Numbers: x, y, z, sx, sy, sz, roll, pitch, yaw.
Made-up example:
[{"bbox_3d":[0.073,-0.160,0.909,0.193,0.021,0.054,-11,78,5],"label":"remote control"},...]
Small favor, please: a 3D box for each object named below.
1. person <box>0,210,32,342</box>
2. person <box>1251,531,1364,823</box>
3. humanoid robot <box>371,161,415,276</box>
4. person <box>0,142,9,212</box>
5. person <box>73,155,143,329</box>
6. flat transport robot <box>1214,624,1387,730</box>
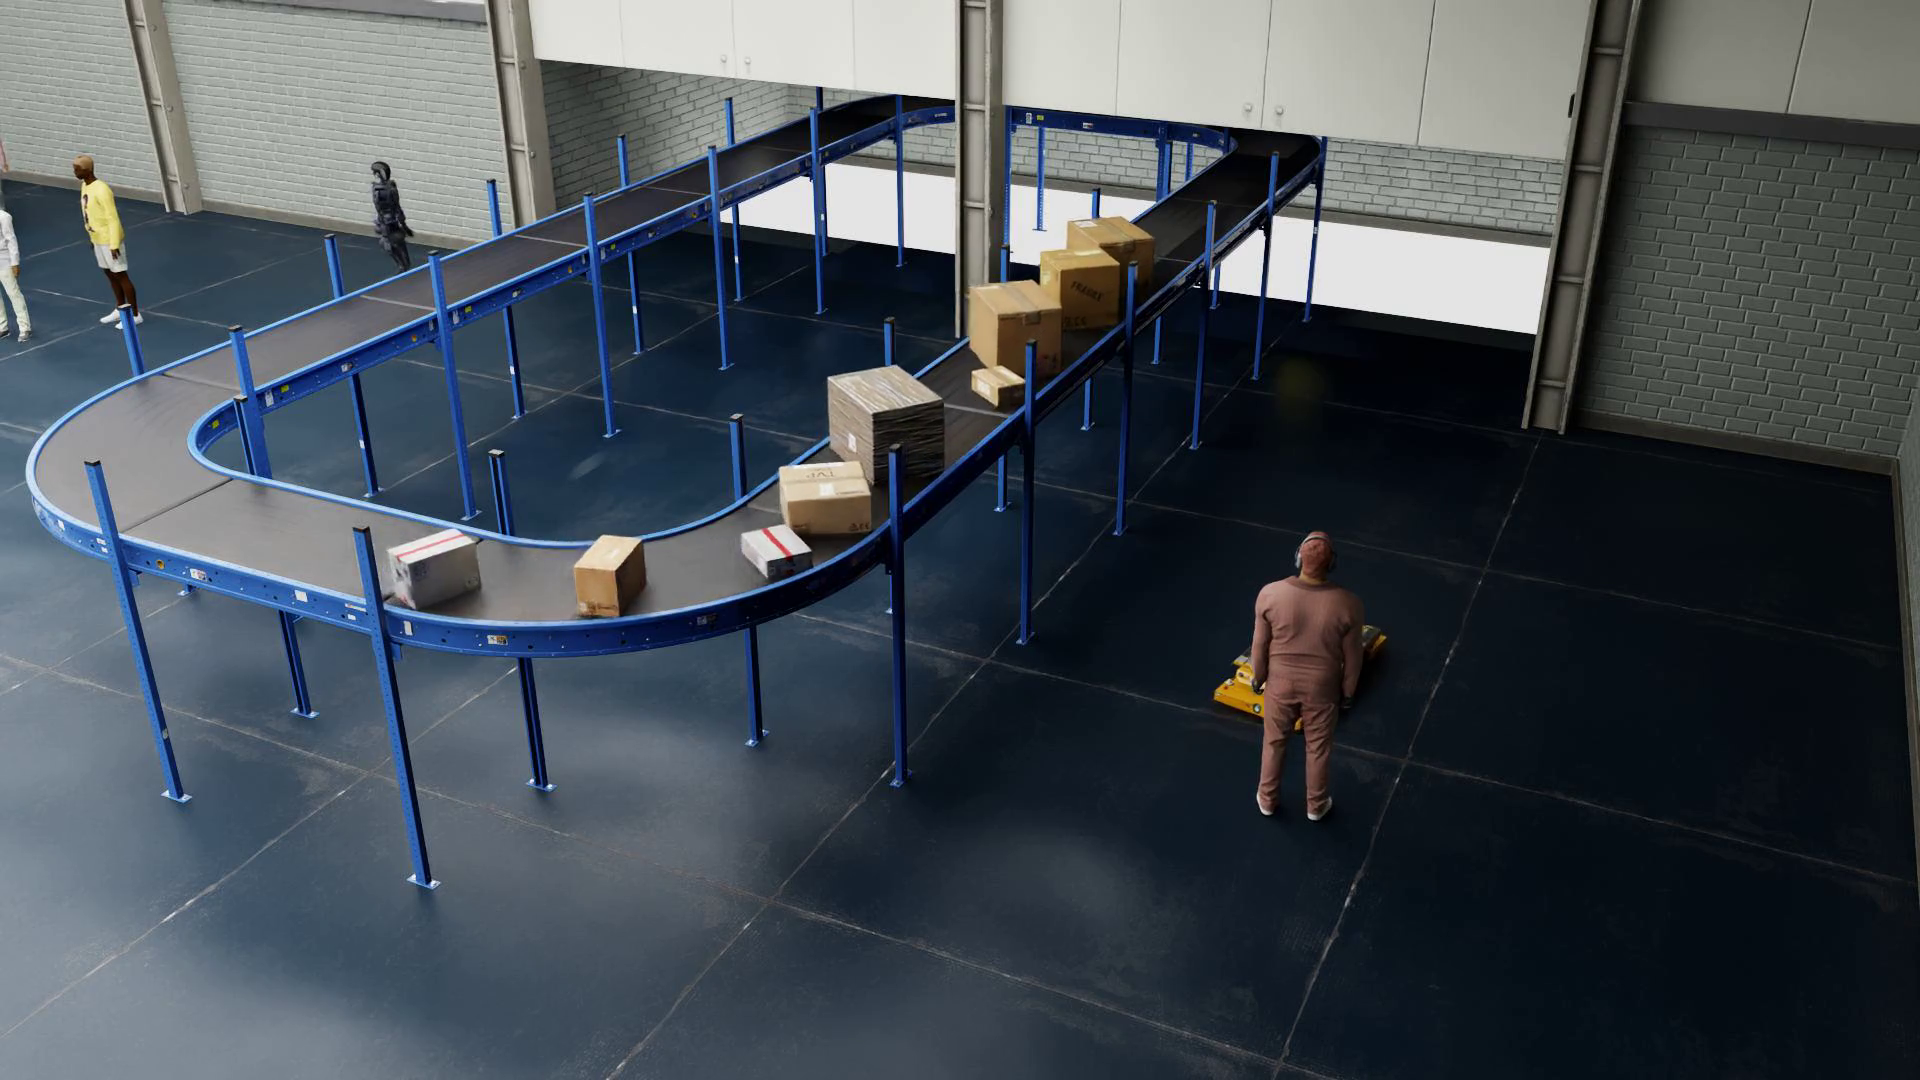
[{"bbox_3d":[-10.358,-2.986,17.822,0.560,1.751,0.325,1,26,1],"label":"person"},{"bbox_3d":[2.064,0.828,9.970,0.649,1.904,0.406,7,27,13],"label":"person"},{"bbox_3d":[-6.522,-3.539,19.046,0.489,1.635,0.611,3,27,5],"label":"humanoid robot"},{"bbox_3d":[-12.590,-4.804,21.304,0.668,1.912,0.476,-14,30,-27],"label":"person"},{"bbox_3d":[-9.365,-3.276,18.246,0.545,1.898,0.372,22,34,37],"label":"person"},{"bbox_3d":[2.425,0.861,11.742,0.659,0.231,1.431,18,32,32],"label":"flat transport robot"}]
